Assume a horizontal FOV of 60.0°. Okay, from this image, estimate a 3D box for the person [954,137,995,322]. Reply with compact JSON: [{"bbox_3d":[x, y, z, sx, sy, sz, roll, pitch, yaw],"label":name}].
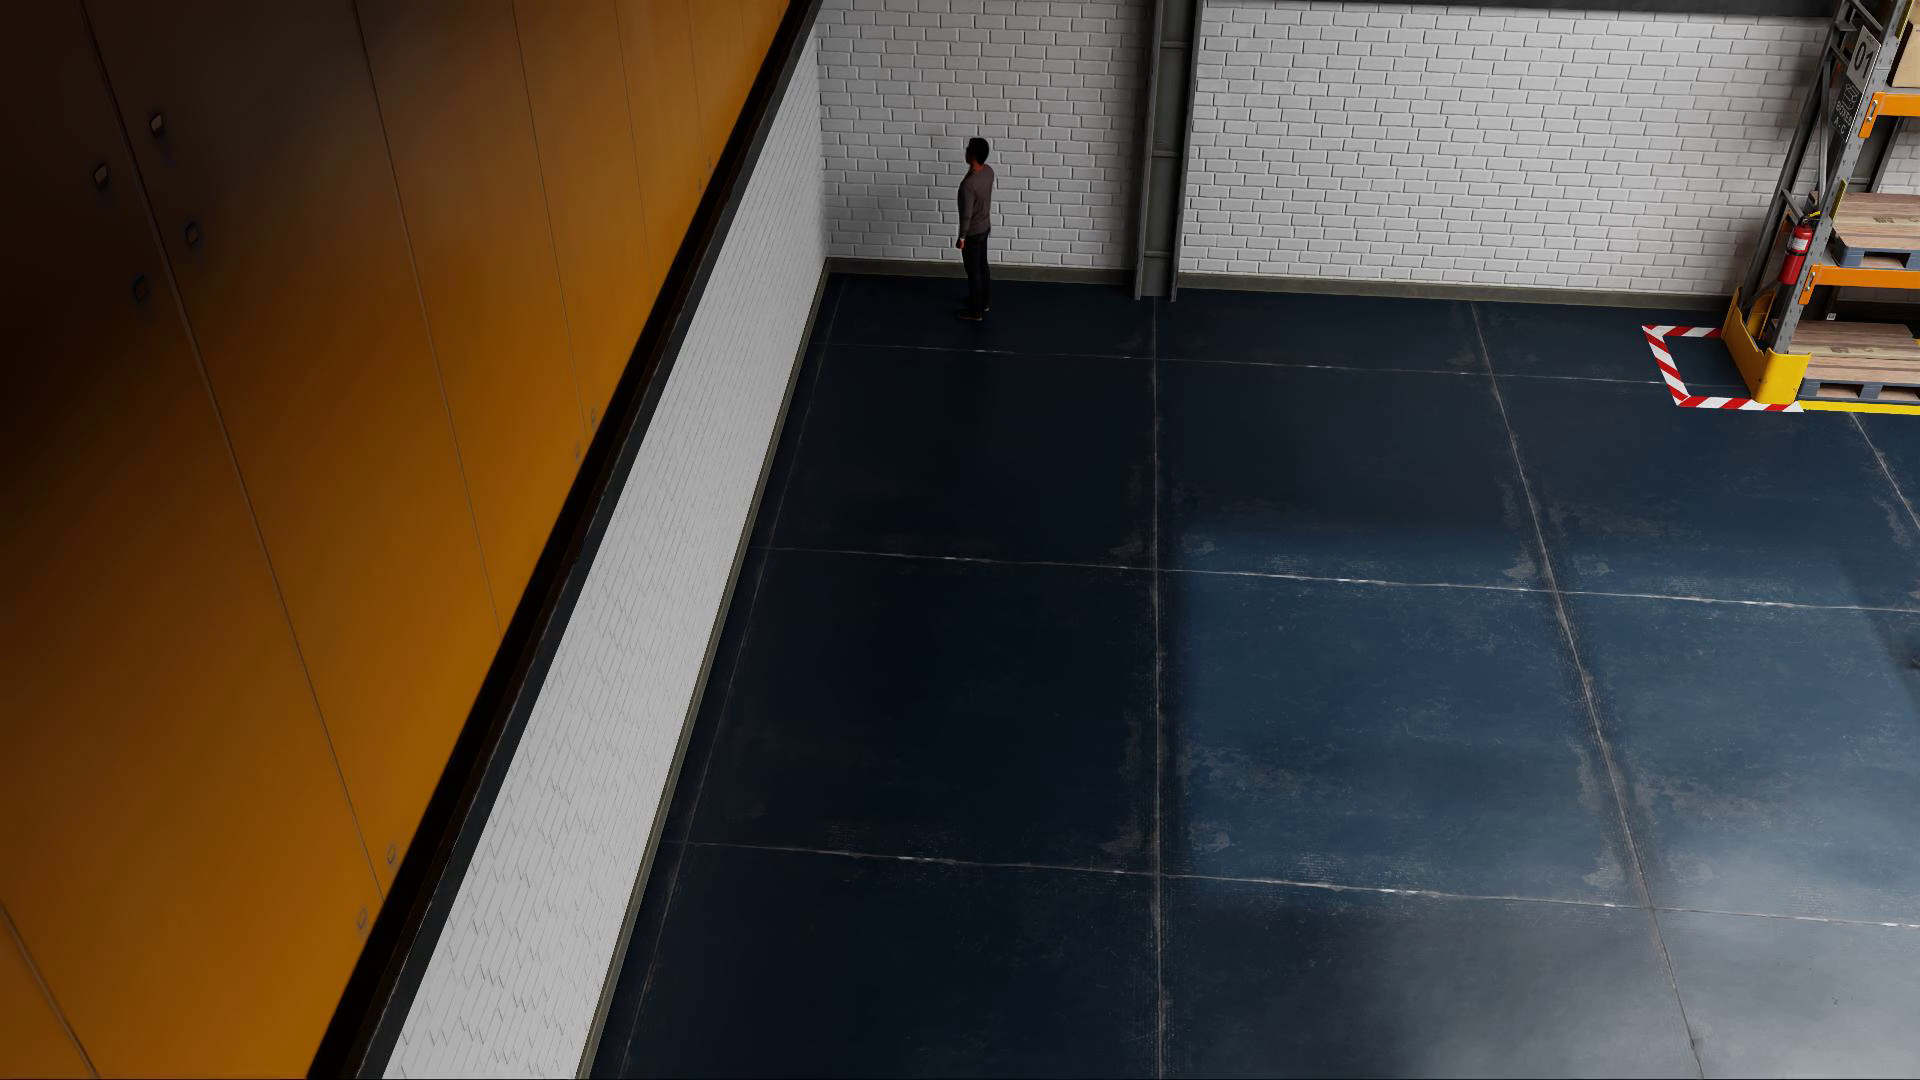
[{"bbox_3d":[0.142,-2.826,15.113,0.704,1.769,0.655,4,39,5],"label":"person"}]
